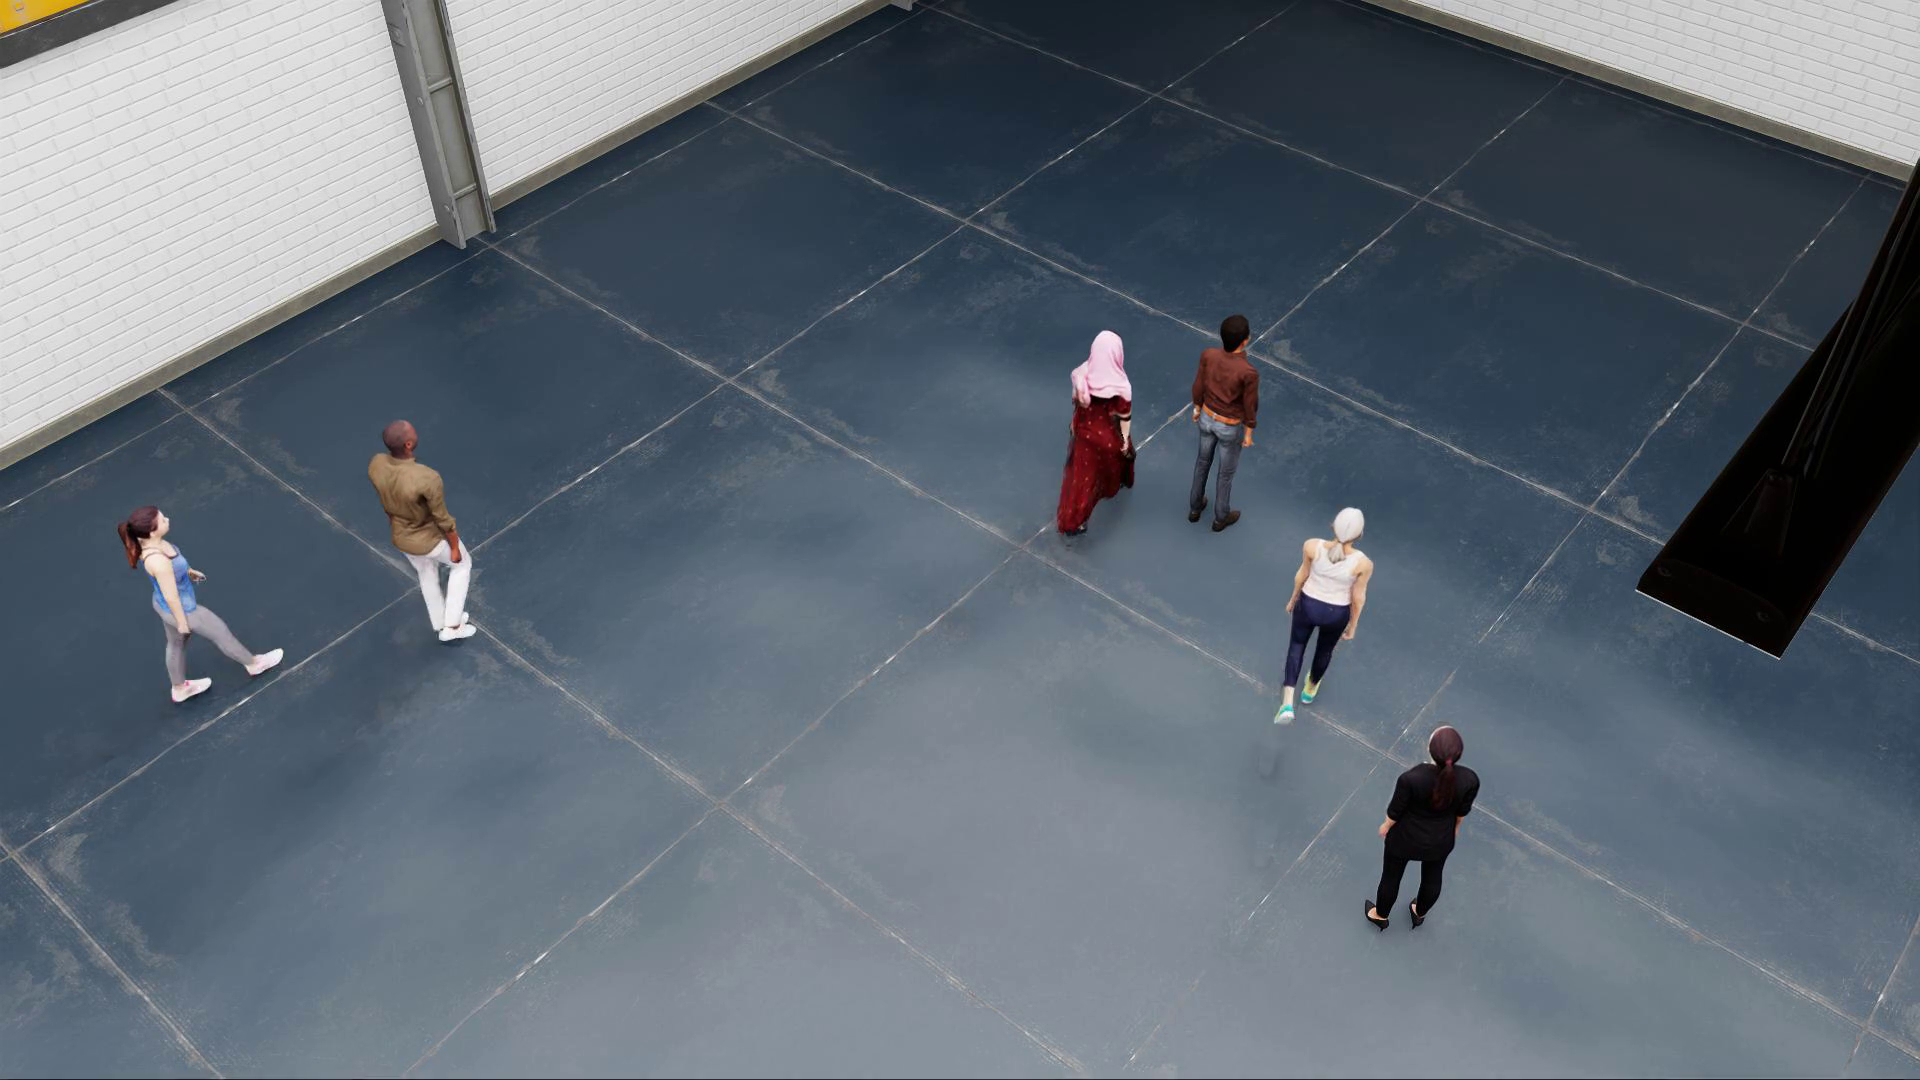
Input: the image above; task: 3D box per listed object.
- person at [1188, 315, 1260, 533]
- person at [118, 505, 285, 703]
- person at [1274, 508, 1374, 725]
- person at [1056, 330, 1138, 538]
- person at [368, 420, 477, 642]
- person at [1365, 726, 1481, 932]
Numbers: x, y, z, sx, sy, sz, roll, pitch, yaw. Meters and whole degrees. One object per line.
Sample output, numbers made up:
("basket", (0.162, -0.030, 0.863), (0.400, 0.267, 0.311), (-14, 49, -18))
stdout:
("person", (1.820, -0.809, 11.559), (0.637, 1.779, 0.487), (29, 51, 27))
("person", (-4.952, 0.442, 10.391), (0.990, 1.579, 0.687), (-31, 52, -28))
("person", (2.207, 0.511, 10.239), (0.791, 1.690, 0.996), (16, 46, 17))
("person", (0.929, -0.704, 11.584), (0.805, 1.594, 1.138), (20, 47, 19))
("person", (-3.484, 0.024, 10.662), (0.807, 1.813, 0.770), (15, 46, 15))
("person", (2.525, 1.610, 9.105), (0.694, 1.662, 0.745), (-1, 44, -1))
